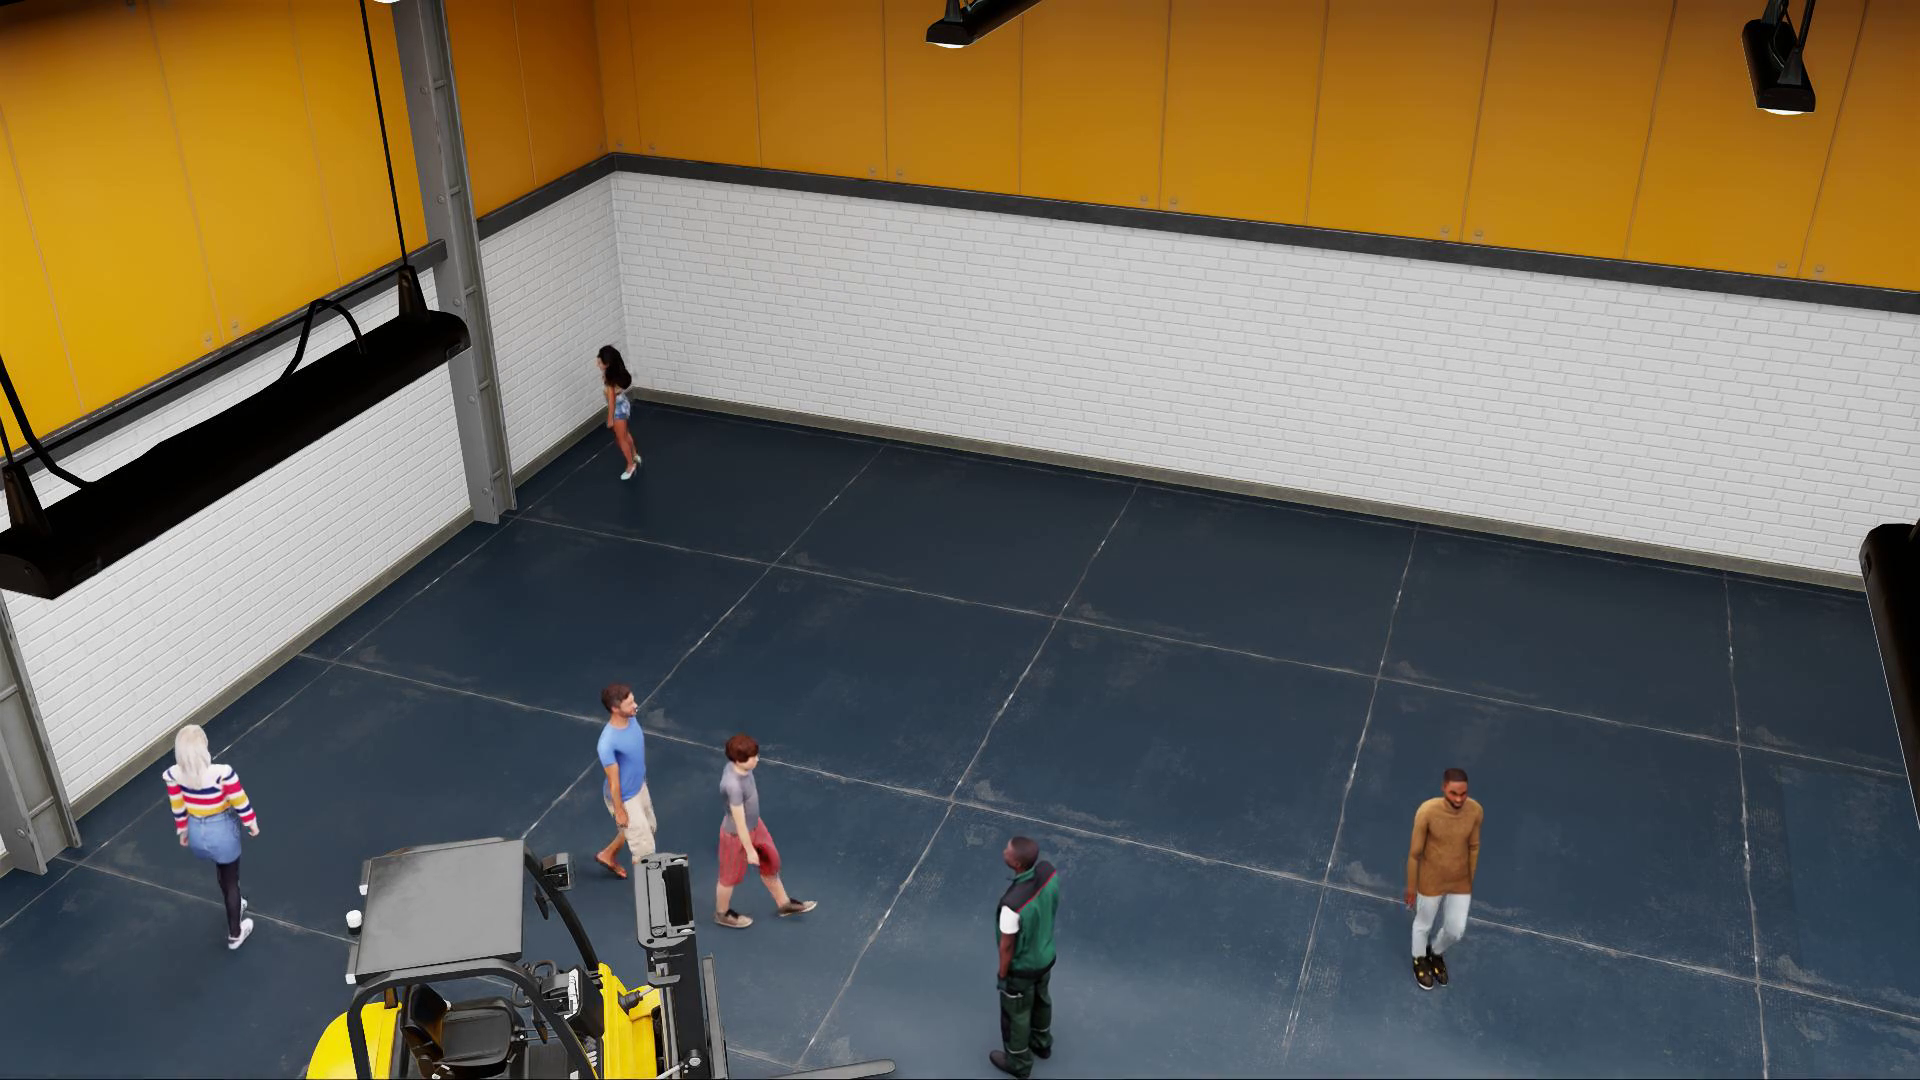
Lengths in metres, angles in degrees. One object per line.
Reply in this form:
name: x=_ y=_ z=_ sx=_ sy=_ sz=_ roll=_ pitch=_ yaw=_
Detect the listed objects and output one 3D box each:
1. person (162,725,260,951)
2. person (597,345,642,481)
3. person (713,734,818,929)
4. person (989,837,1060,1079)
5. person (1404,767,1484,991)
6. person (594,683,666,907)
person: x=-5.188 y=2.086 z=11.493 sx=0.759 sy=1.795 sz=0.789 roll=1 pitch=29 yaw=2
person: x=-3.681 y=-1.394 z=18.098 sx=0.864 sy=1.580 sz=0.740 roll=0 pitch=29 yaw=0
person: x=-1.622 y=2.061 z=11.716 sx=0.790 sy=1.625 sz=0.952 roll=4 pitch=29 yaw=6
person: x=0.424 y=2.617 z=10.478 sx=0.810 sy=1.835 sz=0.654 roll=21 pitch=35 yaw=33
person: x=3.220 y=2.222 z=11.234 sx=0.764 sy=1.804 sz=0.755 roll=-2 pitch=29 yaw=-4
person: x=-2.439 y=1.806 z=11.941 sx=0.782 sy=1.858 sz=0.937 roll=6 pitch=29 yaw=12
